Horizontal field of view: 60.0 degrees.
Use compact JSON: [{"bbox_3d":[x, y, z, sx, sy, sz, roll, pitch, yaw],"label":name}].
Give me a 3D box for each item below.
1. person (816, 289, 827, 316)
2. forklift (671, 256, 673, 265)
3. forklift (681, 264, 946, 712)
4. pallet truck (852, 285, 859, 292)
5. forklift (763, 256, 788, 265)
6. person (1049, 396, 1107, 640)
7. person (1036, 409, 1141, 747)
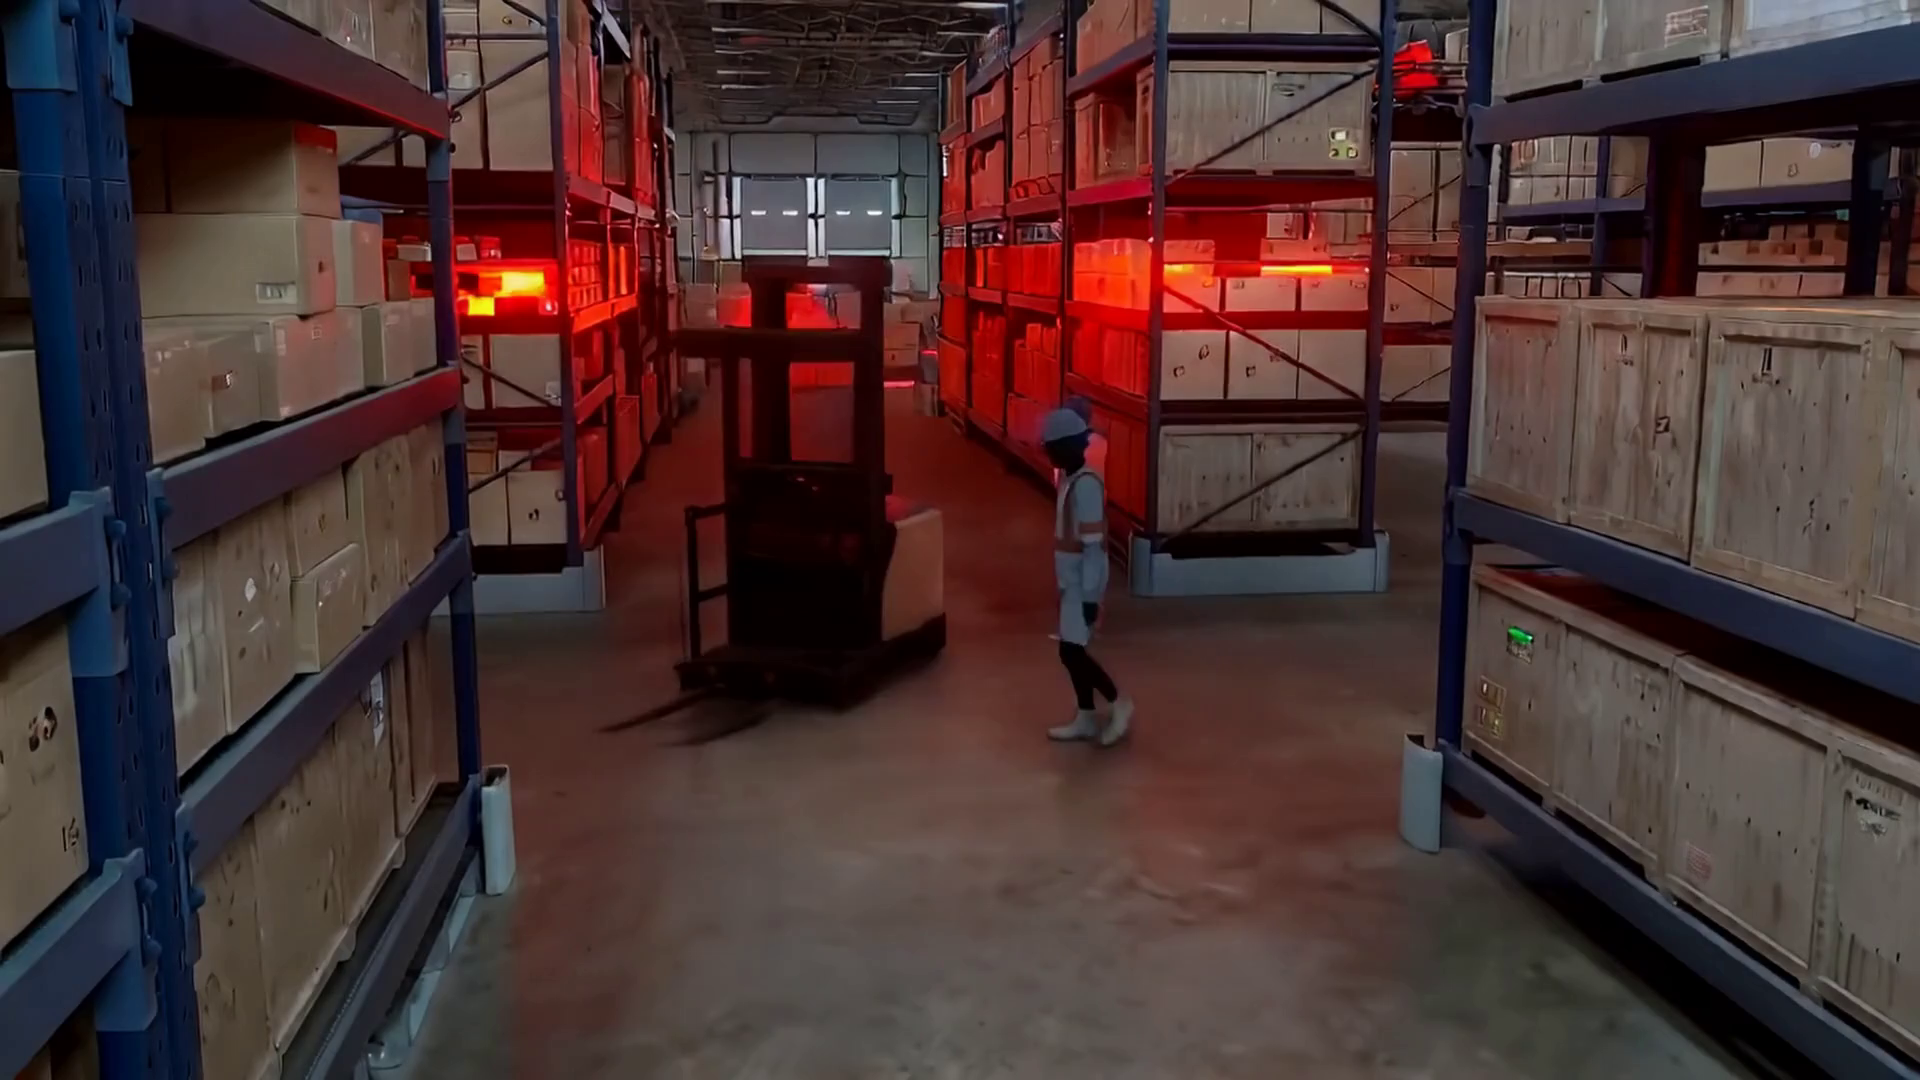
[{"bbox_3d":[-5.135,-8.466,61.502,0.531,1.620,0.506,4,11,22],"label":"person"},{"bbox_3d":[-10.987,-9.066,61.344,1.129,2.768,1.873,-1,10,-7],"label":"forklift"},{"bbox_3d":[-0.934,-0.460,11.243,1.129,2.768,1.873,4,11,24],"label":"forklift"},{"bbox_3d":[-3.782,-9.391,65.808,1.885,1.965,0.823,2,10,10],"label":"pallet truck"},{"bbox_3d":[-6.675,-8.875,60.234,1.129,2.768,1.873,0,10,-3],"label":"forklift"},{"bbox_3d":[0.906,-0.155,12.478,0.372,1.843,0.570,7,12,37],"label":"person"},{"bbox_3d":[0.740,0.240,9.708,0.594,2.008,0.645,-1,10,-4],"label":"person"}]
